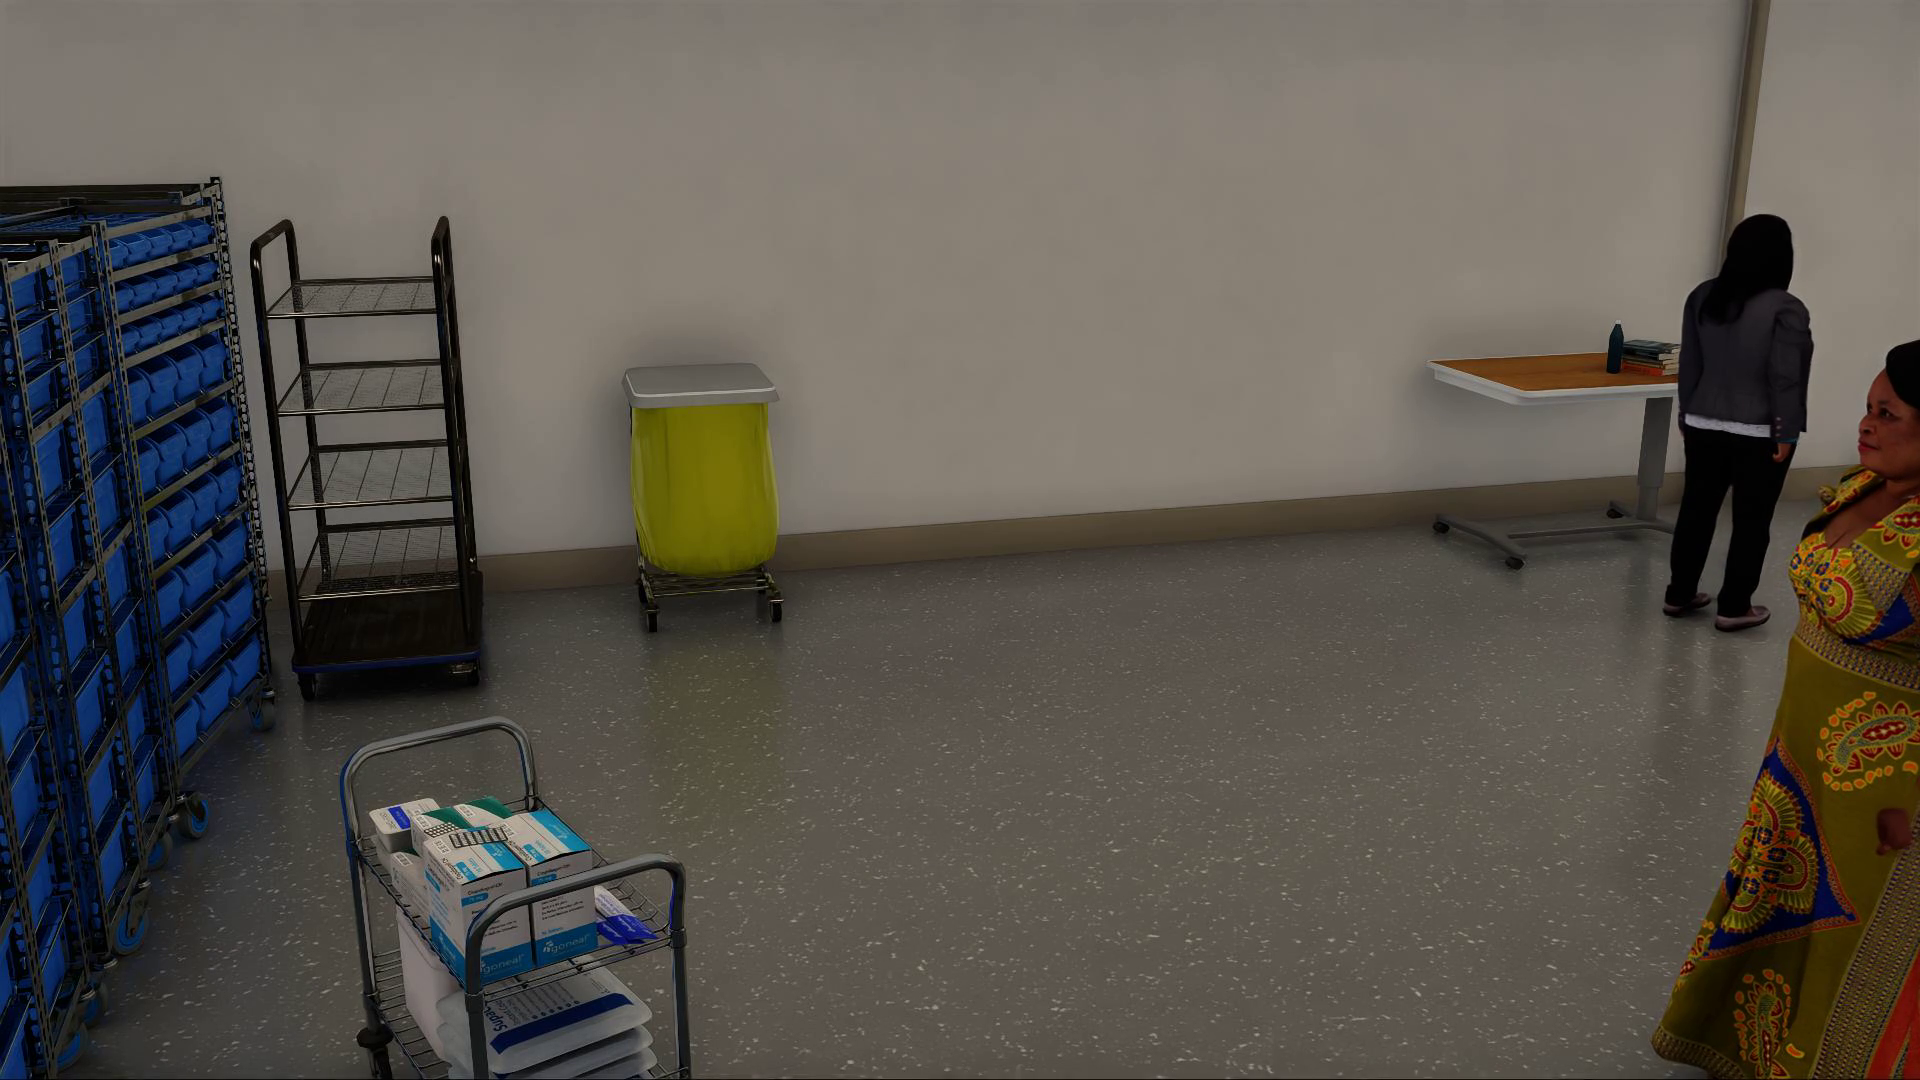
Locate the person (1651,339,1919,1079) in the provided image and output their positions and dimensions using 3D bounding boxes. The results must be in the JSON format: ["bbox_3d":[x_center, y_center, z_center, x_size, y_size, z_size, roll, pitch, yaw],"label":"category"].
[{"bbox_3d":[1.768,0.422,3.213,0.834,1.661,0.901,-1,16,-5],"label":"person"}]

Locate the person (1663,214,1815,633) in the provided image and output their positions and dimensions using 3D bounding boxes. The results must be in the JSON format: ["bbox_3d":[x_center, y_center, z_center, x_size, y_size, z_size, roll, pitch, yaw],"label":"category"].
[{"bbox_3d":[2.996,-0.445,6.413,0.742,1.594,0.741,-9,18,-30],"label":"person"}]
